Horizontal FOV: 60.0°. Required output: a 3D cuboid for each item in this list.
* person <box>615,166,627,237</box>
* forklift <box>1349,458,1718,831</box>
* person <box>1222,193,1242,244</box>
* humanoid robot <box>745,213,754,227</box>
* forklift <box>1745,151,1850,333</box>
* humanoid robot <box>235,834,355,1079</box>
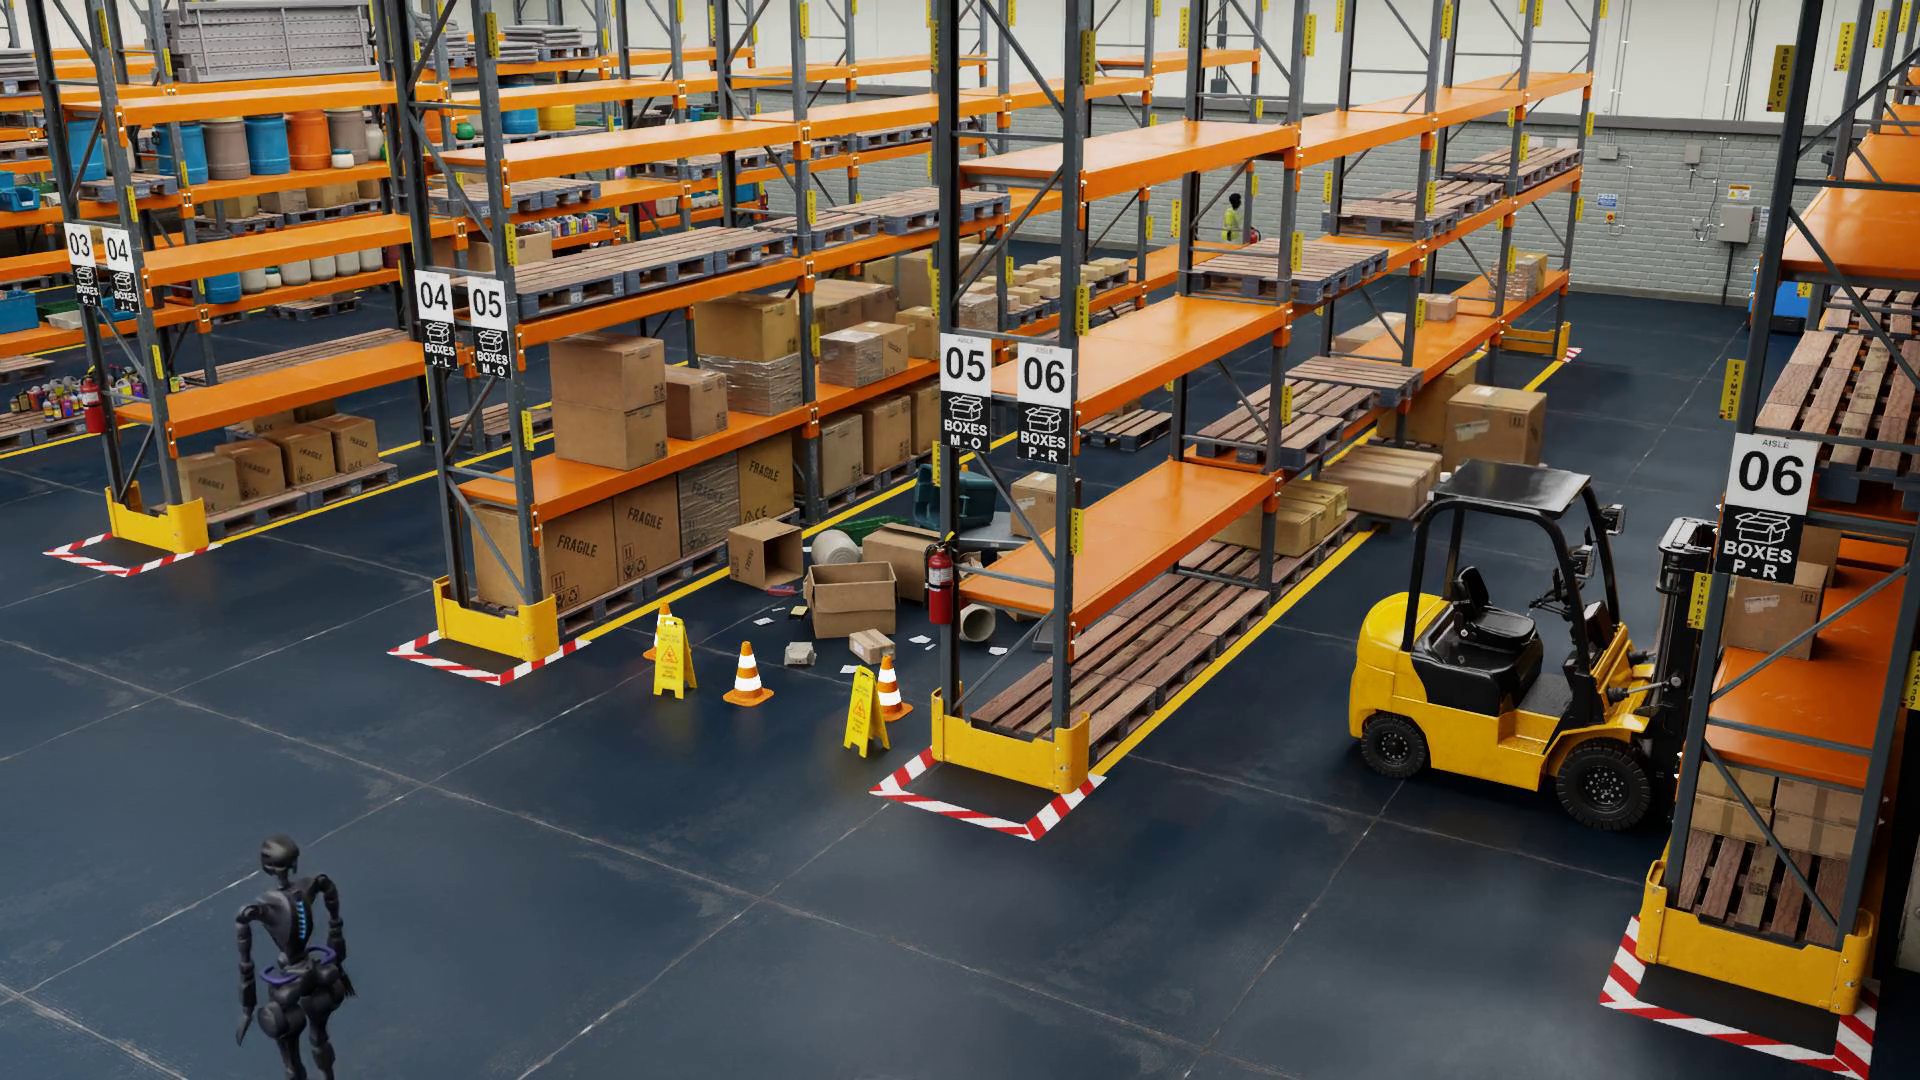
[{"bbox_3d":[-7.361,-7.359,35.731,0.533,1.674,0.490,8,20,21],"label":"person"},{"bbox_3d":[3.988,0.658,11.776,2.313,2.155,1.214,11,22,29],"label":"forklift"},{"bbox_3d":[4.919,-5.543,30.500,0.470,1.665,0.549,9,21,25],"label":"person"},{"bbox_3d":[-4.507,-7.207,35.380,0.588,1.648,0.753,-13,23,-34],"label":"humanoid robot"},{"bbox_3d":[13.620,-4.667,26.137,1.873,2.768,1.129,11,22,29],"label":"forklift"},{"bbox_3d":[-3.256,2.194,8.120,0.365,1.657,0.608,13,23,34],"label":"humanoid robot"}]
